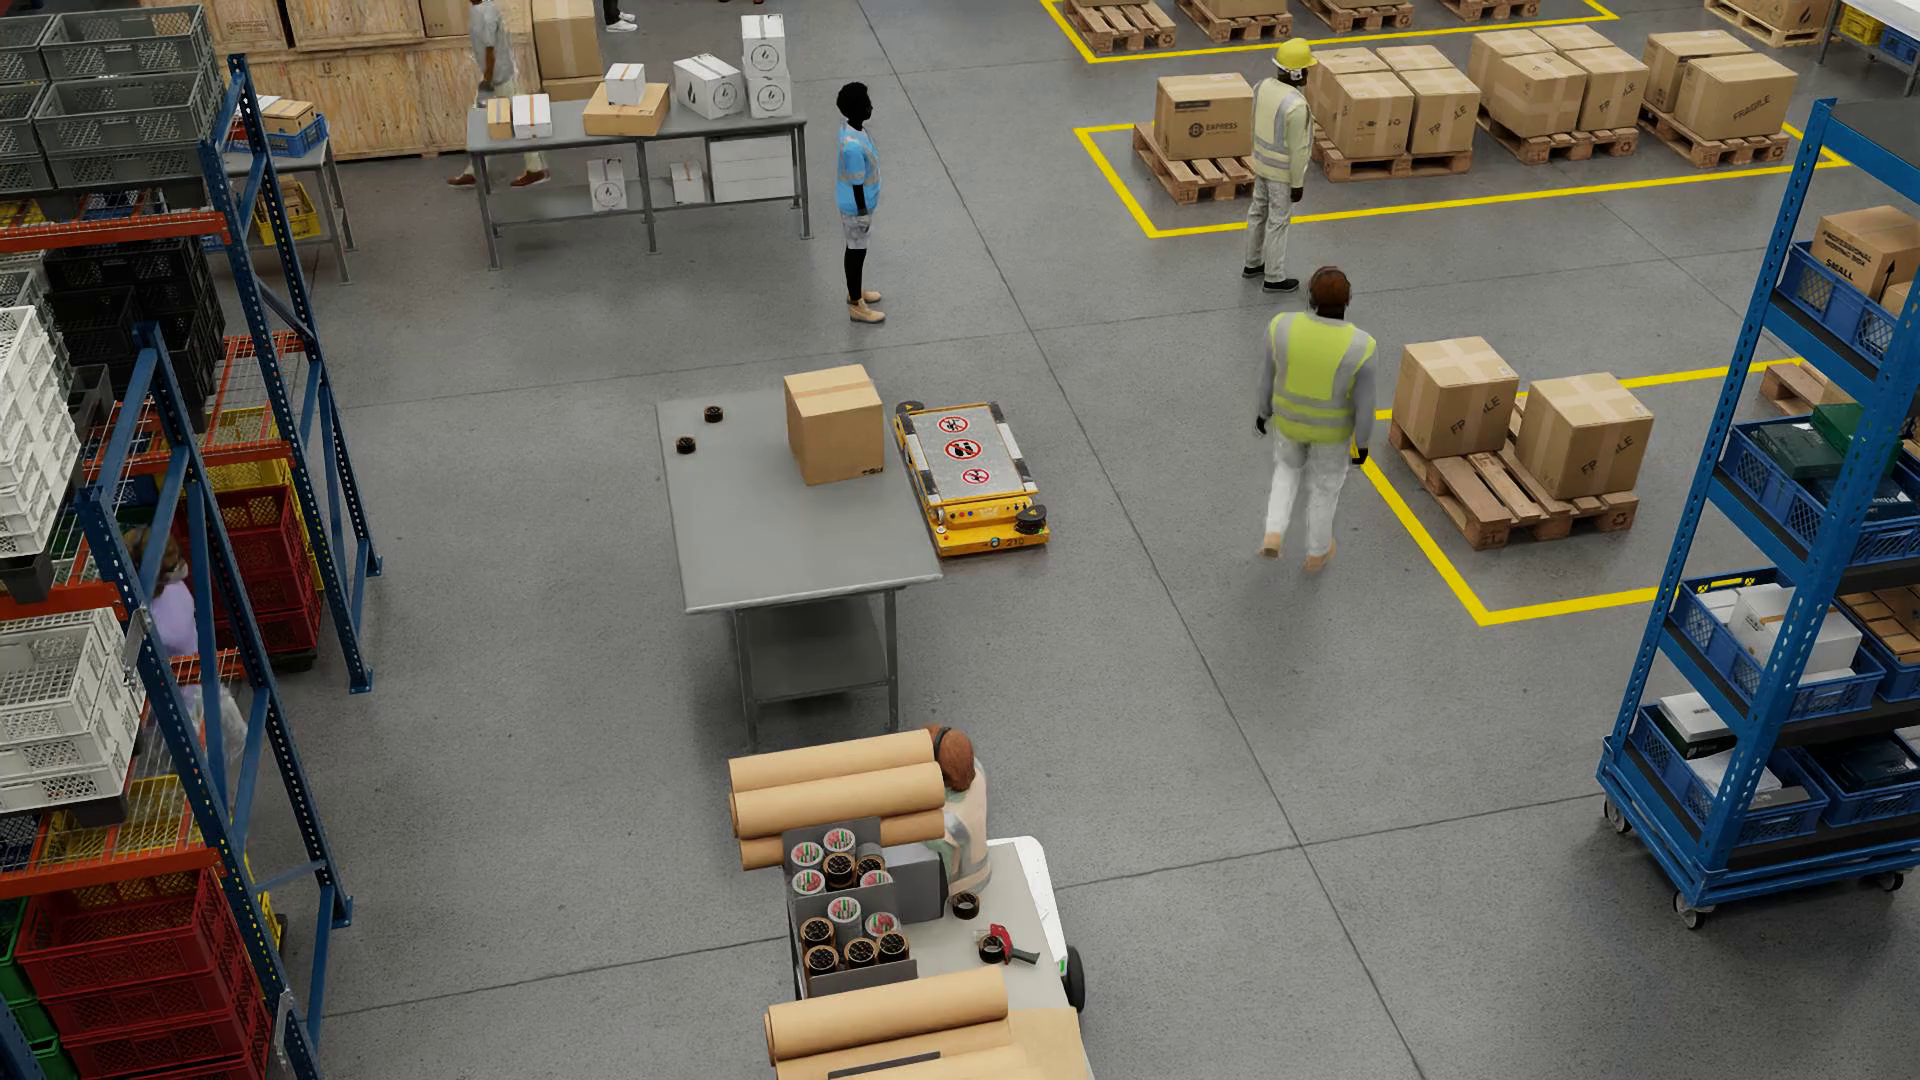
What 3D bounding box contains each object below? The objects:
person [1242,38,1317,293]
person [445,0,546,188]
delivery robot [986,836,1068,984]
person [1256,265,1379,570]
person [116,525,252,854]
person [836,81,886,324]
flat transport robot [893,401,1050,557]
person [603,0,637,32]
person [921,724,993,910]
[{"bbox_3d":[2.276,-2.653,11.796,0.403,1.835,0.588,-14,39,-18],"label":"person"},{"bbox_3d":[-3.781,-3.595,13.066,0.877,1.838,0.515,-20,41,-25],"label":"person"},{"bbox_3d":[0.235,1.591,7.081,0.477,0.478,0.707,-5,37,-6],"label":"delivery robot"},{"bbox_3d":[1.927,-0.622,9.070,0.674,1.832,0.498,18,40,23],"label":"person"},{"bbox_3d":[-3.401,0.710,7.215,0.511,1.906,0.648,-6,37,-8],"label":"person"},{"bbox_3d":[-0.696,-2.330,11.473,0.318,1.700,0.535,-4,37,-5],"label":"person"},{"bbox_3d":[0.046,-0.430,10.108,0.652,0.197,1.431,-8,37,-10],"label":"flat transport robot"},{"bbox_3d":[-3.417,-5.916,16.123,0.389,1.911,0.591,-9,38,-12],"label":"person"},{"bbox_3d":[-0.026,1.374,6.554,0.316,1.631,0.523,10,38,13],"label":"person"}]
